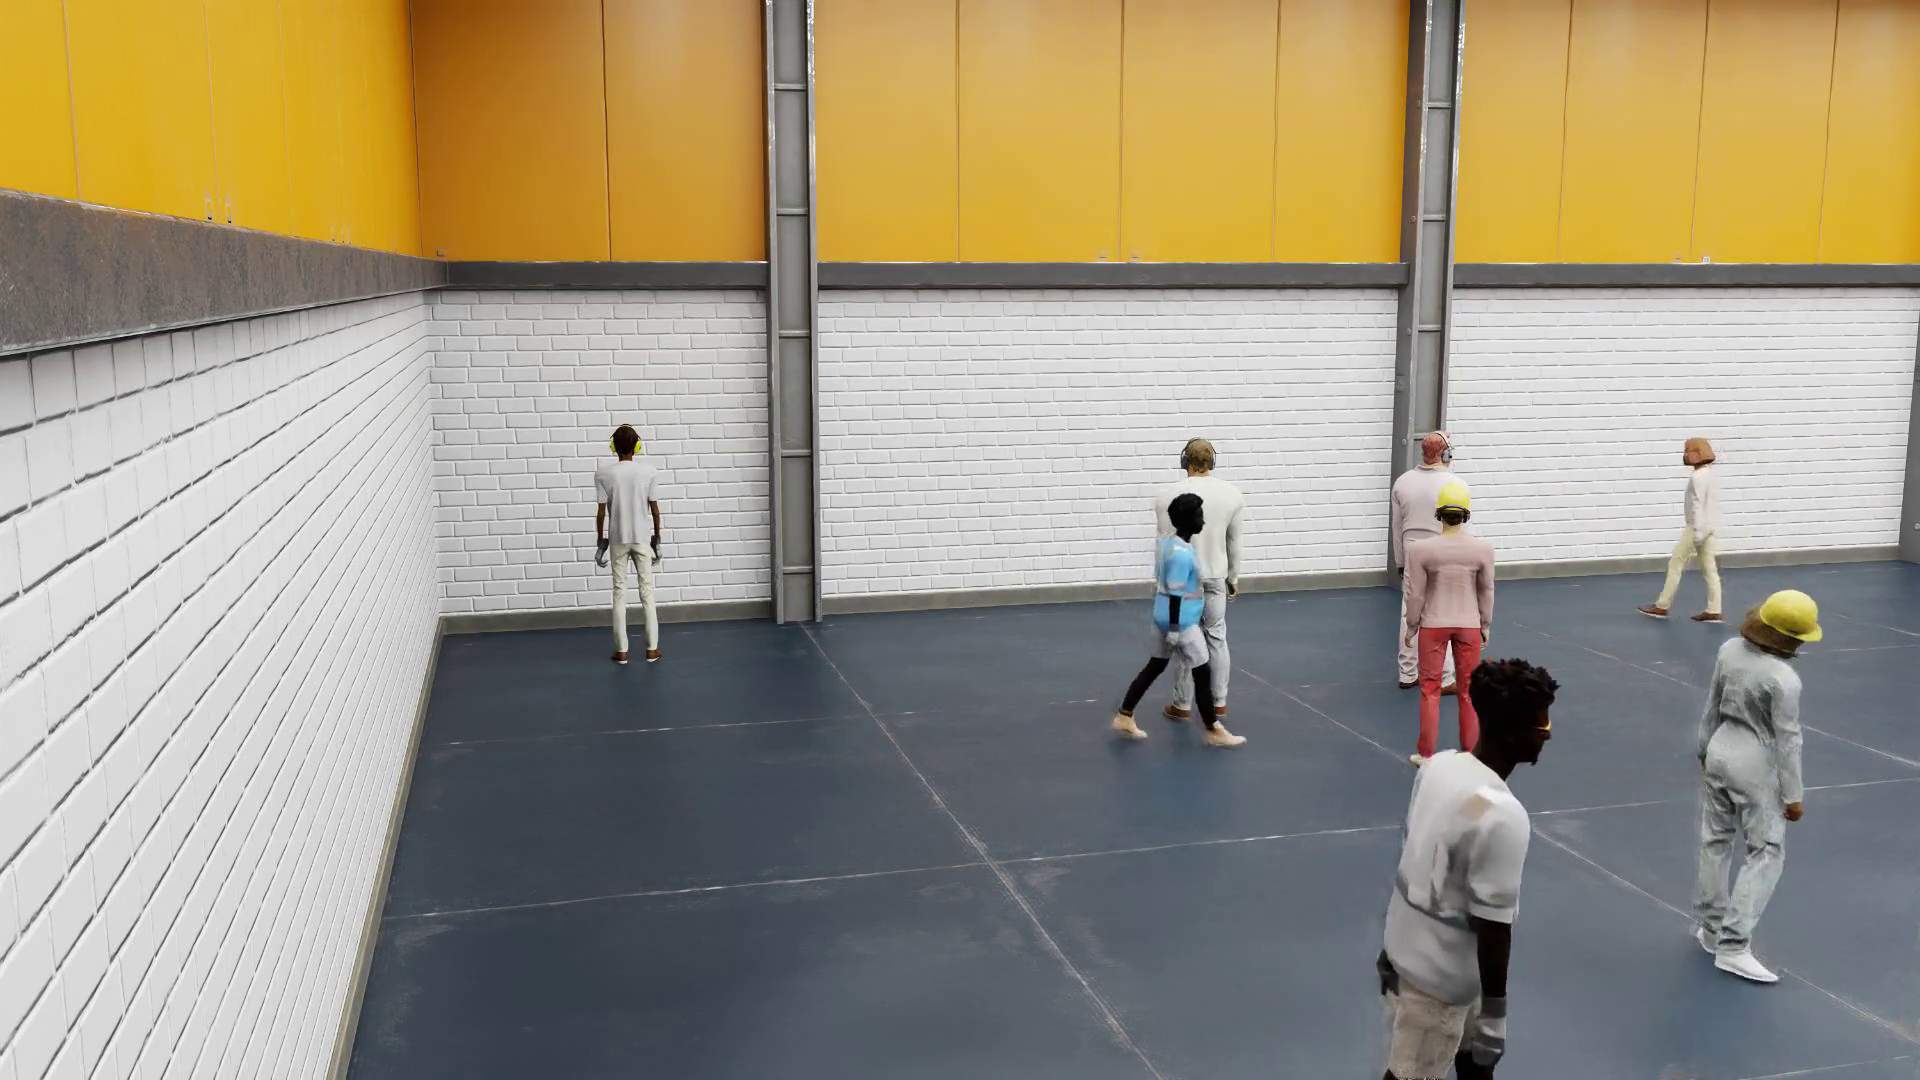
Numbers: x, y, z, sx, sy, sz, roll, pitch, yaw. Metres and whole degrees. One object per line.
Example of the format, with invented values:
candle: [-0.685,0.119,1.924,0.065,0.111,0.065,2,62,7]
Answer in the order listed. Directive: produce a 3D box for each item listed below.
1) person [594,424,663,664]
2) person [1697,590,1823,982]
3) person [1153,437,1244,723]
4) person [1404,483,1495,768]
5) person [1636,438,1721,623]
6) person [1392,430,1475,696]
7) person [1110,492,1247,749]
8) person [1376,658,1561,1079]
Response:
person: [-2.583,0.030,12.961,0.520,1.873,0.333,-2,9,-12]
person: [3.446,1.033,7.263,0.348,1.698,0.614,-3,9,-16]
person: [1.604,0.271,11.246,0.634,1.938,0.355,-2,9,-14]
person: [2.975,0.534,10.142,0.523,1.769,0.315,1,9,5]
person: [6.322,-0.090,14.513,0.768,1.598,0.532,7,11,36]
person: [3.426,0.164,12.003,0.408,1.913,0.641,-8,12,-40]
person: [1.372,0.510,10.640,0.864,1.654,0.534,0,9,2]
person: [1.456,1.288,5.091,0.990,1.891,0.609,0,9,1]
